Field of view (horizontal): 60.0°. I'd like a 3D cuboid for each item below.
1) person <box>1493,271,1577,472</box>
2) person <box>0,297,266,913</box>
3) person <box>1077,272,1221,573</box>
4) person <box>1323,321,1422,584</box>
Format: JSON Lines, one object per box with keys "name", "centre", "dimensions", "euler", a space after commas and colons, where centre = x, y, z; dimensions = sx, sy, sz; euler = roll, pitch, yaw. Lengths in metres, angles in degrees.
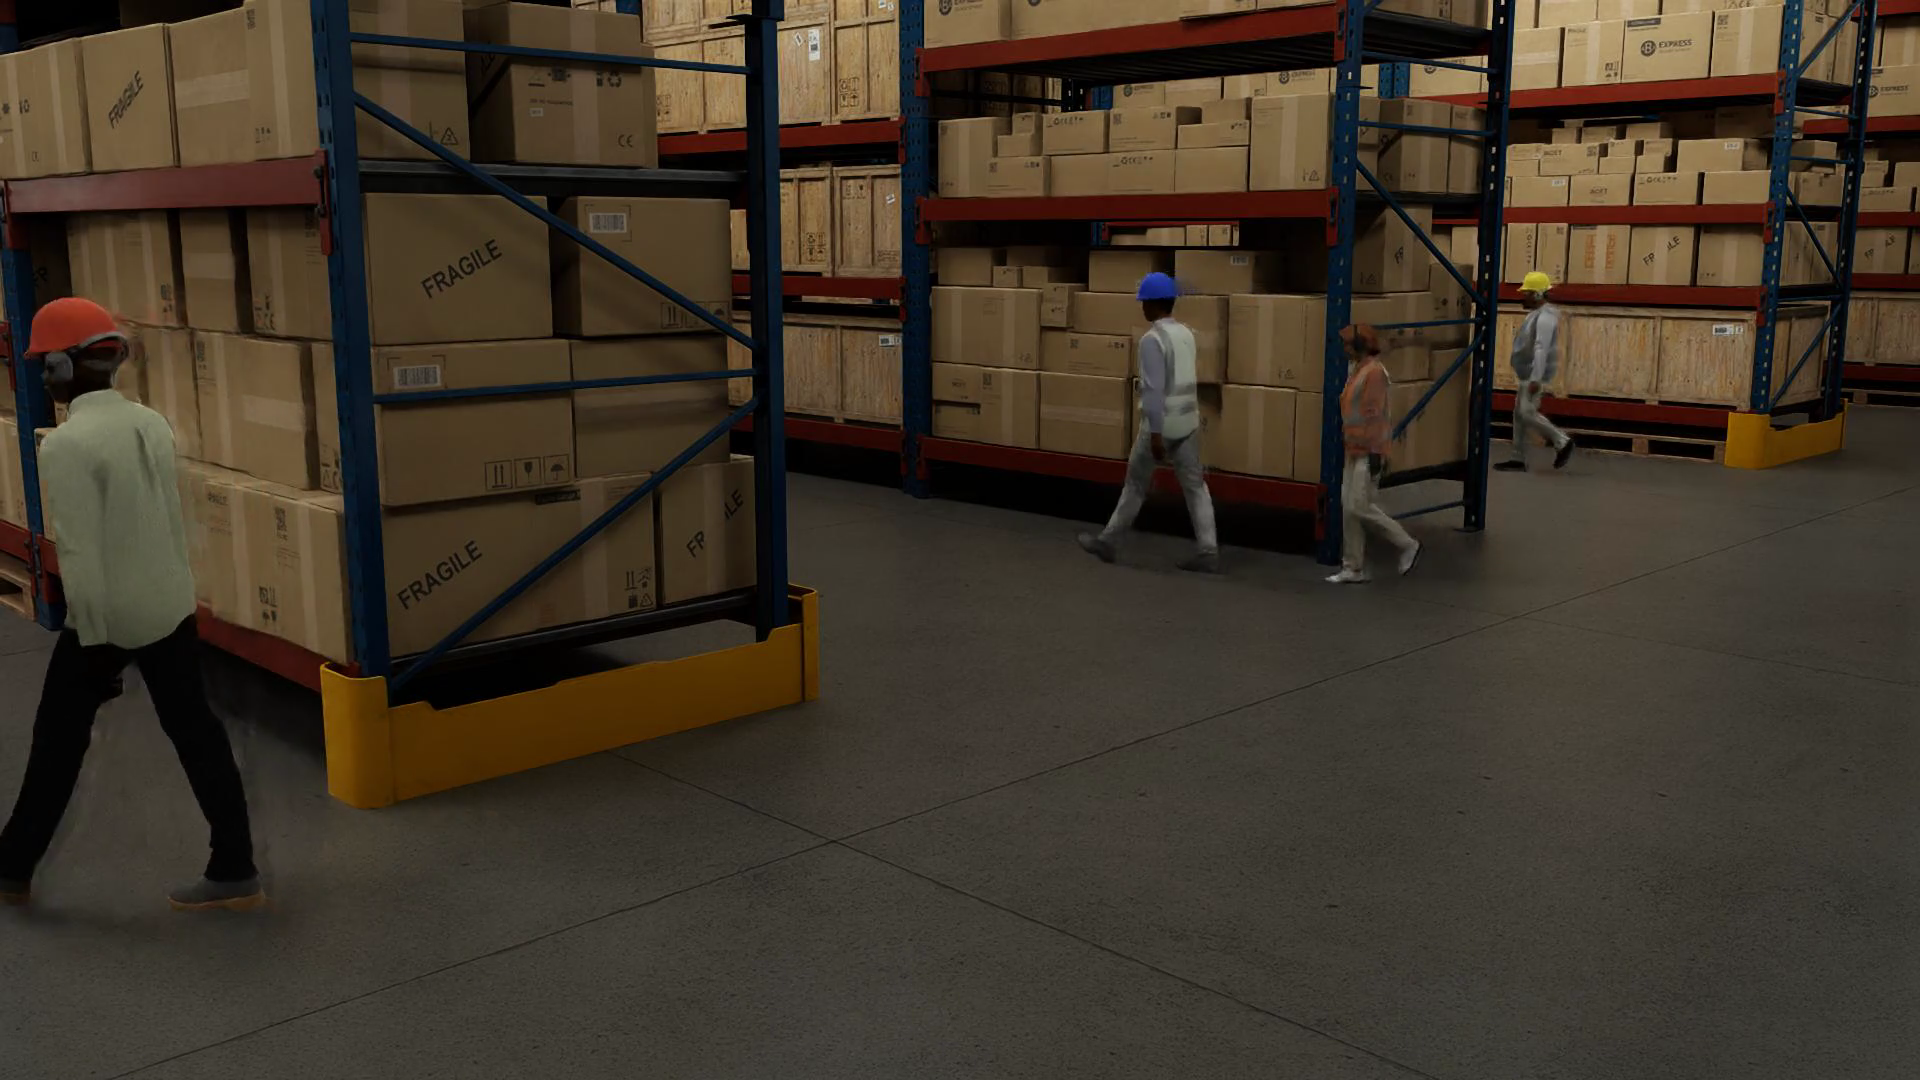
{"name": "person", "centre": [5.179, -1.495, 14.899], "dimensions": [0.611, 1.818, 0.607], "euler": [2, 11, 8]}
{"name": "person", "centre": [-2.697, 0.226, 5.182], "dimensions": [1.055, 1.930, 0.604], "euler": [2, 11, 10]}
{"name": "person", "centre": [1.264, -0.748, 10.625], "dimensions": [1.013, 1.886, 0.634], "euler": [8, 13, 39]}
{"name": "person", "centre": [2.520, -0.524, 10.146], "dimensions": [0.496, 1.613, 0.558], "euler": [-1, 10, -3]}
